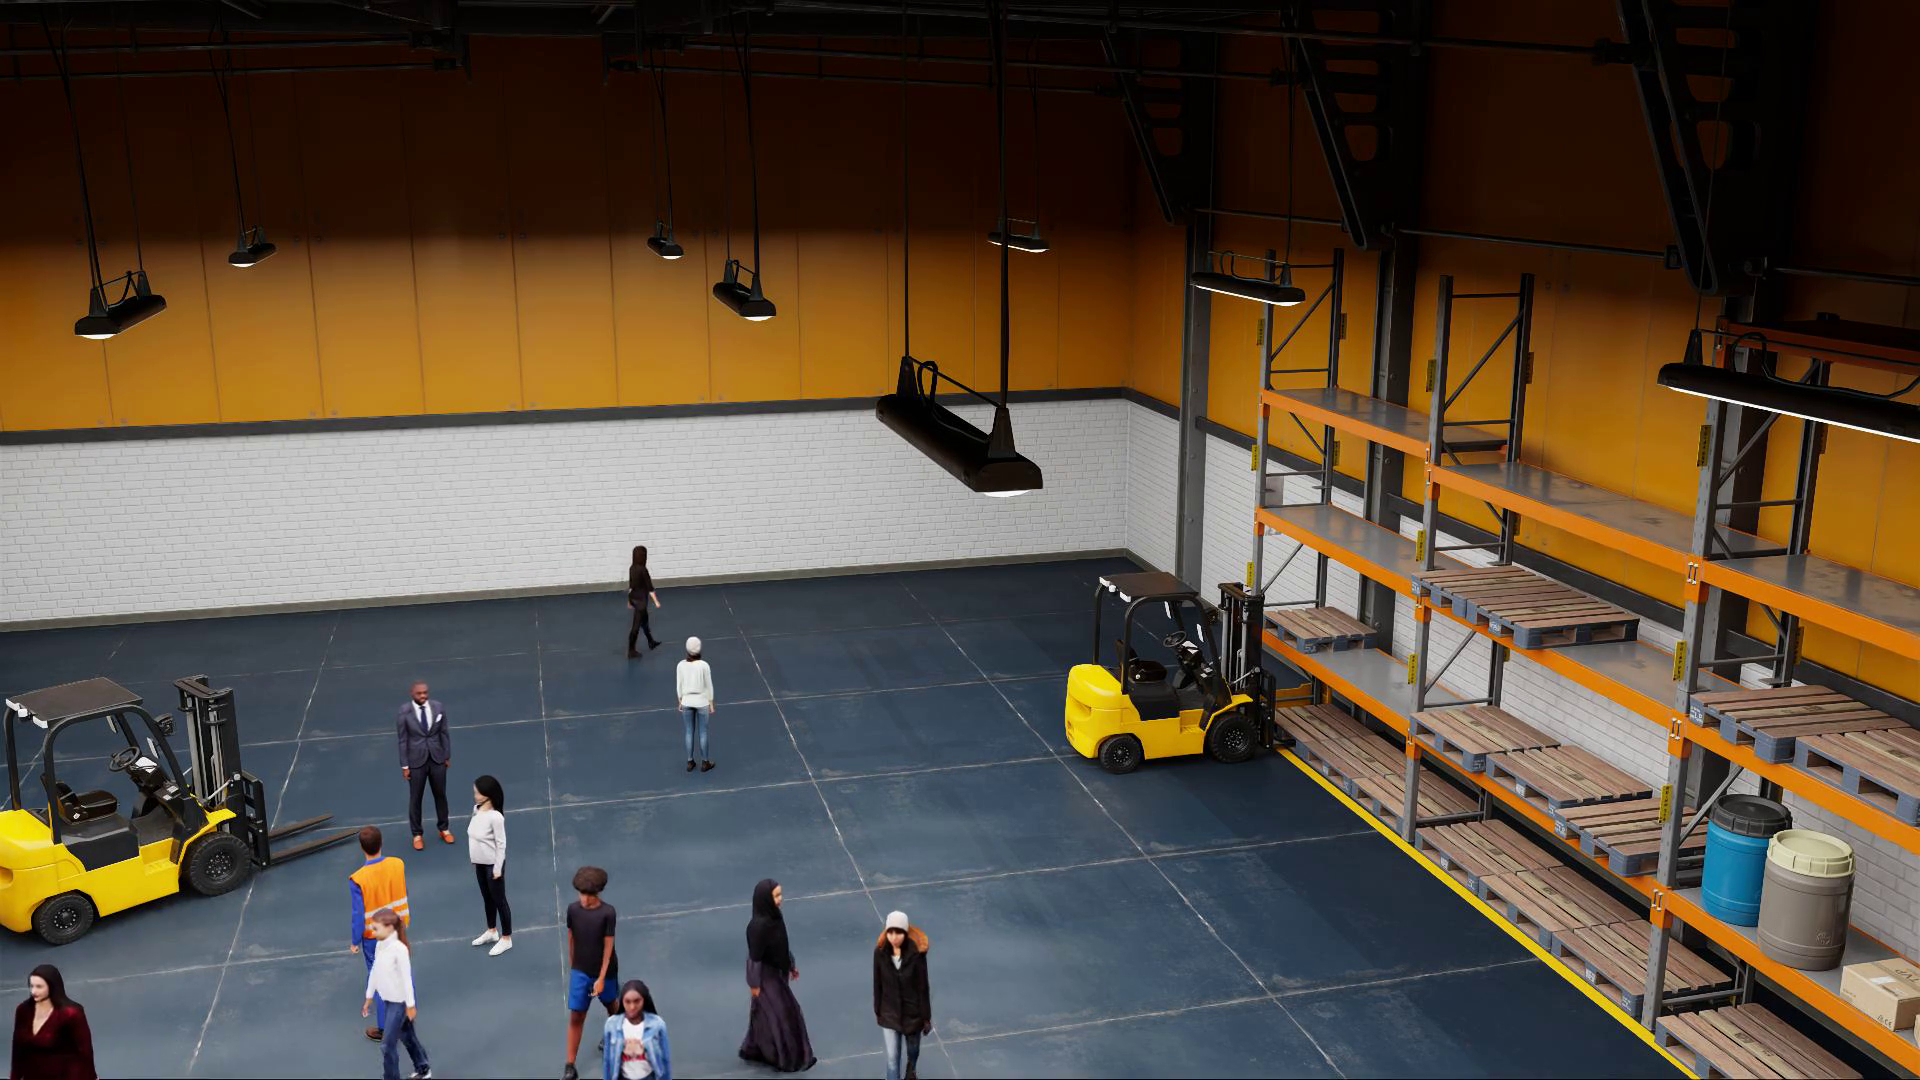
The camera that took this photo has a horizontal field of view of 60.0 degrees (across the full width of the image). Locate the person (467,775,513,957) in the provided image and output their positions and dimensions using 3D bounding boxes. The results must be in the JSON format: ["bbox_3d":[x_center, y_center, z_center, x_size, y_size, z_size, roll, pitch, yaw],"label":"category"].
[{"bbox_3d":[-4.312,2.956,15.286,0.670,1.700,0.770,12,18,41],"label":"person"}]

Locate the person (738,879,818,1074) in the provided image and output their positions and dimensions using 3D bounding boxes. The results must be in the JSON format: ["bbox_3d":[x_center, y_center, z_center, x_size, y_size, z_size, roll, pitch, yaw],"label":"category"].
[{"bbox_3d":[-1.612,3.466,13.373,0.928,1.610,0.960,4,14,14],"label":"person"}]

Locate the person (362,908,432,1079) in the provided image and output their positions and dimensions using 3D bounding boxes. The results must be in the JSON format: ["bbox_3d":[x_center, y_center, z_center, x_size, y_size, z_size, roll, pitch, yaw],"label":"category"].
[{"bbox_3d":[-4.341,3.583,13.057,0.841,1.532,0.836,11,17,38],"label":"person"}]

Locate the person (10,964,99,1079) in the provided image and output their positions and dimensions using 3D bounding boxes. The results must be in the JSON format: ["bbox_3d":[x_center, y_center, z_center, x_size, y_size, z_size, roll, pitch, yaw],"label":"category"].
[{"bbox_3d":[-6.349,3.785,11.823,0.998,1.720,1.189,4,14,15],"label":"person"}]

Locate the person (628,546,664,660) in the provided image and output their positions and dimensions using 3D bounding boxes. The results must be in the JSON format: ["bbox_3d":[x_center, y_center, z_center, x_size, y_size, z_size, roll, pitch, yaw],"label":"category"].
[{"bbox_3d":[-4.678,0.917,23.896,0.908,1.613,0.959,-12,18,-40],"label":"person"}]

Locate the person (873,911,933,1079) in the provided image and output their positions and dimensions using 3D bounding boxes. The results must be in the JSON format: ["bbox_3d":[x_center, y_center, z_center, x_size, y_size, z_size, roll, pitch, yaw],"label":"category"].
[{"bbox_3d":[-0.422,3.602,12.827,0.820,1.603,1.108,1,14,2],"label":"person"}]

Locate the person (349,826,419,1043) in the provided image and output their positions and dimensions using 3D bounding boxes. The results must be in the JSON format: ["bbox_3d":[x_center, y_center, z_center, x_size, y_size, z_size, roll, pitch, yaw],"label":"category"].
[{"bbox_3d":[-4.769,3.245,13.752,0.815,1.862,0.791,11,17,38],"label":"person"}]

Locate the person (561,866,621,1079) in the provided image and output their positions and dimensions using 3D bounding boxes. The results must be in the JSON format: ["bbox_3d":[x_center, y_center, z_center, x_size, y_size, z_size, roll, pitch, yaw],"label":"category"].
[{"bbox_3d":[-2.882,3.405,13.350,0.947,1.740,1.233,3,14,12],"label":"person"}]

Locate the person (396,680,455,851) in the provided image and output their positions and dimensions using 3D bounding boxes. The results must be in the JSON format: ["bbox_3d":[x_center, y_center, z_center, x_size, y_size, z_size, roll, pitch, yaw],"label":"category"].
[{"bbox_3d":[-5.654,2.340,17.579,0.754,1.819,0.701,-8,16,-31],"label":"person"}]

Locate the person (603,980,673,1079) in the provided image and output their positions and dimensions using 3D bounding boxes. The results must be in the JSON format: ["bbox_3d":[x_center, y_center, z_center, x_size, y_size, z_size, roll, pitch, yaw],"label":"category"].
[{"bbox_3d":[-2.250,3.834,11.660,0.670,1.702,0.720,-2,14,-7],"label":"person"}]

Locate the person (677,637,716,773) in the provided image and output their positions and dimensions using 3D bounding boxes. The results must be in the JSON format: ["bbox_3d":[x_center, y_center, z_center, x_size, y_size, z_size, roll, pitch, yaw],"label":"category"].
[{"bbox_3d":[-3.123,1.926,19.664,0.640,1.643,0.619,2,14,8],"label":"person"}]
